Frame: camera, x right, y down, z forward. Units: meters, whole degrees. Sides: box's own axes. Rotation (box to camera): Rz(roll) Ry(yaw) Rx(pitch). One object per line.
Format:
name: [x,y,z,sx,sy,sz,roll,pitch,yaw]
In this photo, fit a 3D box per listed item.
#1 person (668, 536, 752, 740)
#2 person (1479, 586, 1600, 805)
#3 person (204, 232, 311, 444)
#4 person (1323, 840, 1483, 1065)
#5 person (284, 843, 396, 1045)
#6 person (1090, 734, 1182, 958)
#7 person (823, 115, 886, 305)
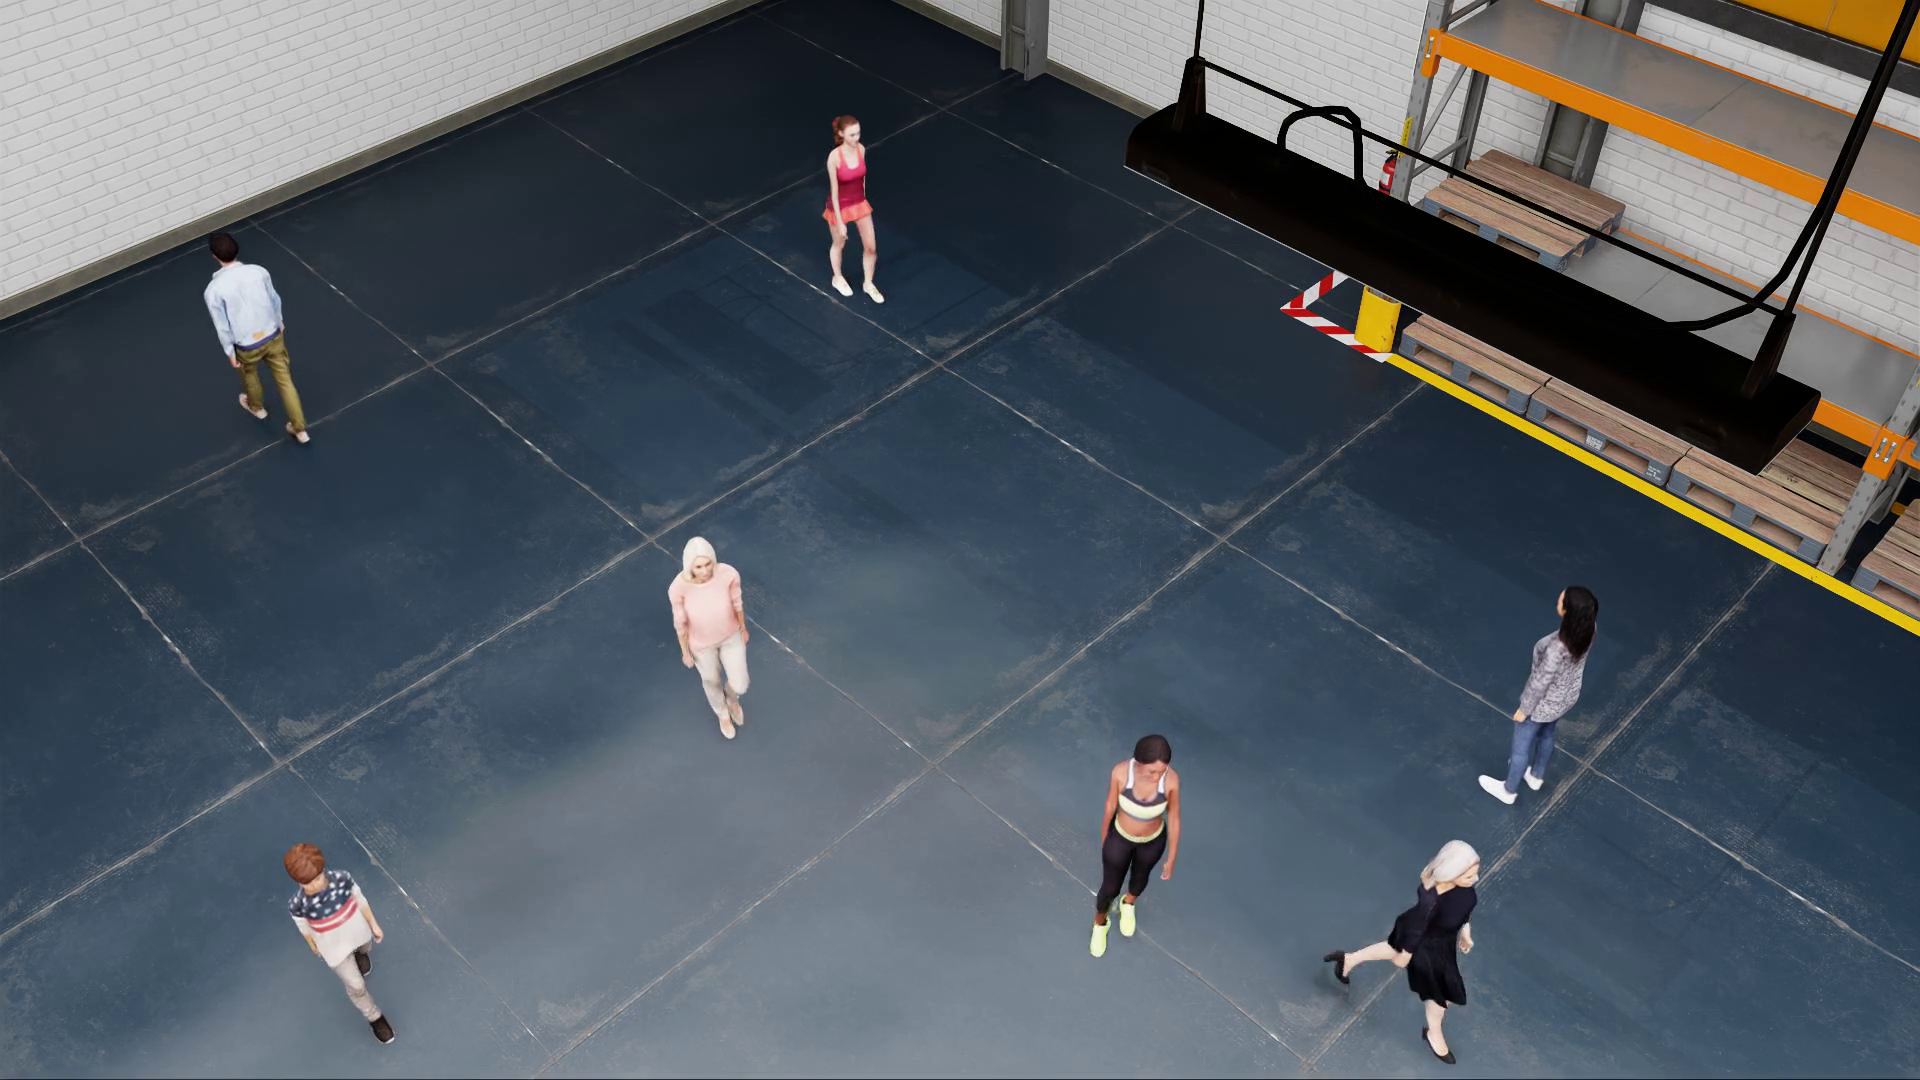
person: [-1.575,0.557,10.496,0.710,1.719,0.724,-14,45,-15]
person: [3.575,0.950,10.075,0.642,1.731,0.573,-29,51,-27]
person: [-5.282,-1.473,12.581,0.696,1.782,0.992,-35,53,-31]
person: [2.426,2.095,8.889,1.130,1.710,0.688,27,50,26]
person: [-3.403,2.093,9.104,0.523,1.415,0.933,-33,53,-30]
person: [1.010,1.609,9.376,0.751,1.741,0.807,6,44,7]
person: [-0.994,-2.838,14.051,0.653,1.731,0.814,-23,48,-22]
